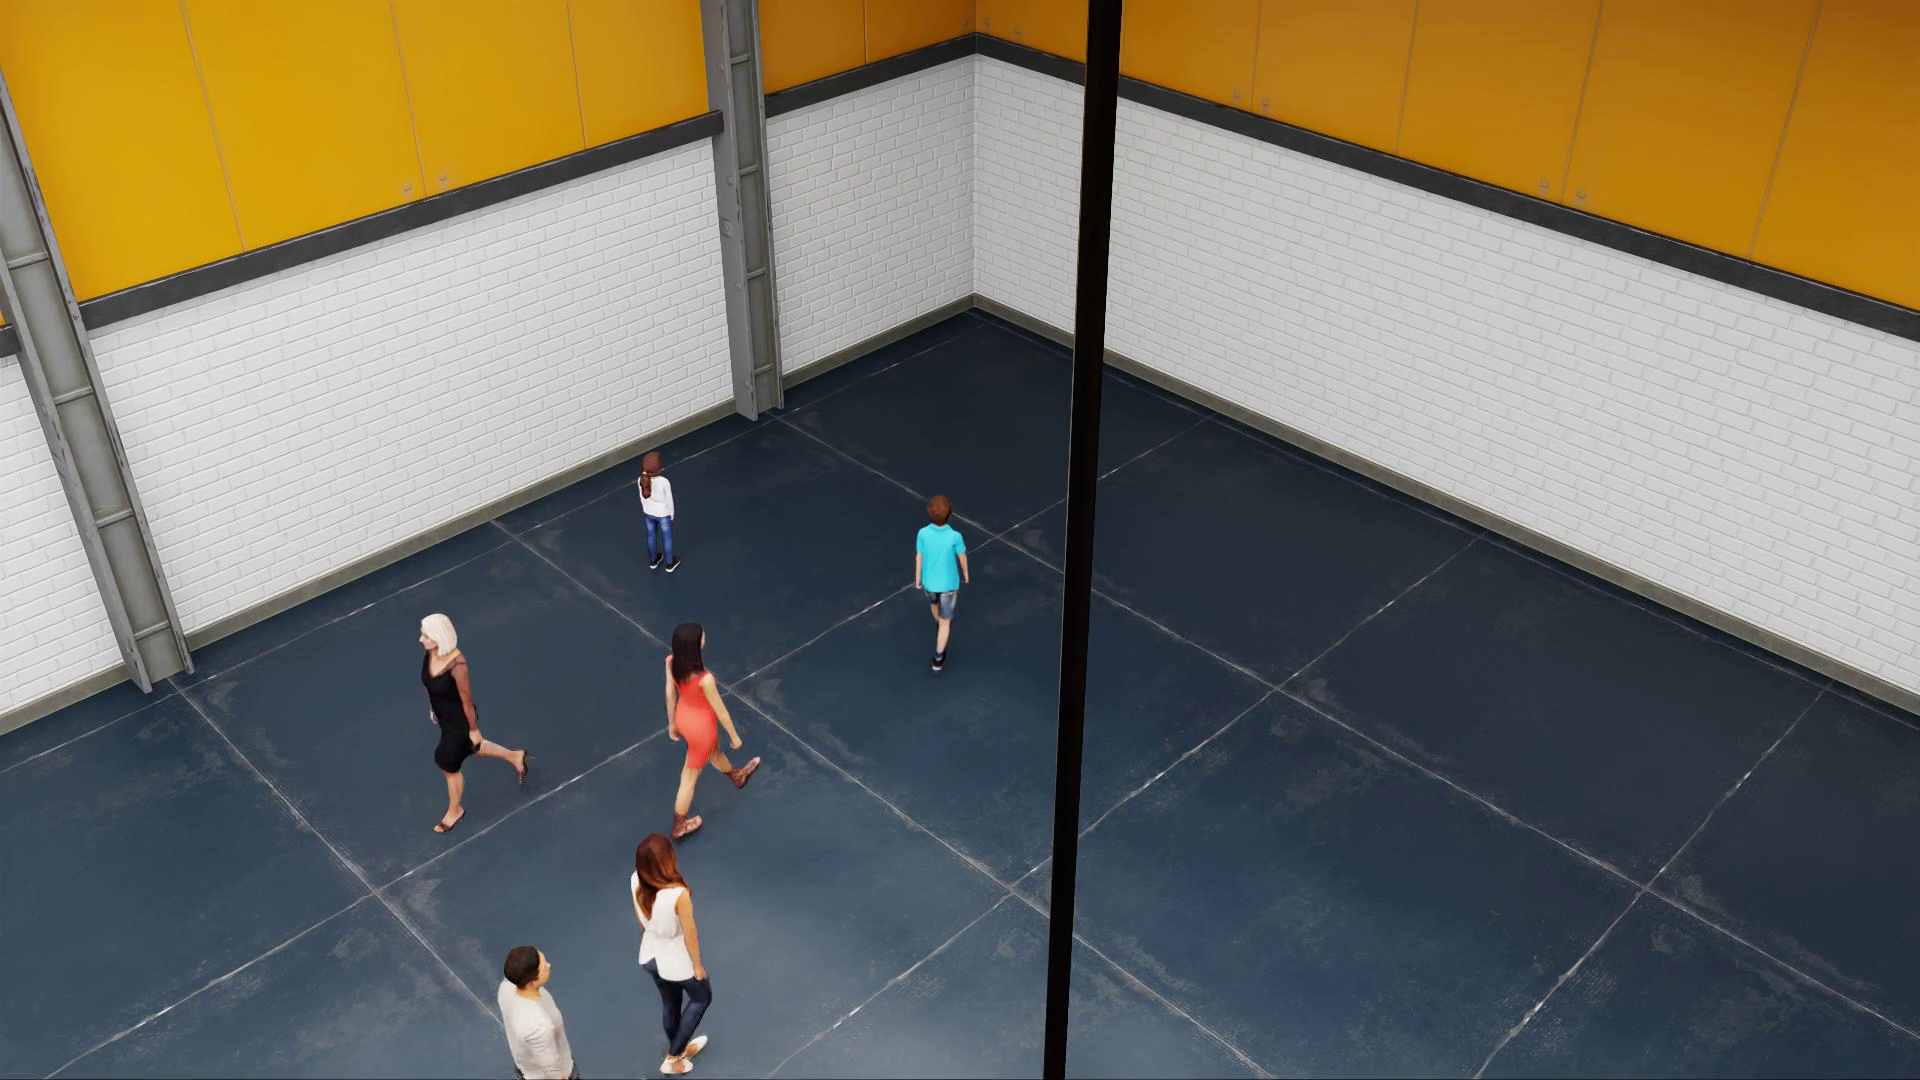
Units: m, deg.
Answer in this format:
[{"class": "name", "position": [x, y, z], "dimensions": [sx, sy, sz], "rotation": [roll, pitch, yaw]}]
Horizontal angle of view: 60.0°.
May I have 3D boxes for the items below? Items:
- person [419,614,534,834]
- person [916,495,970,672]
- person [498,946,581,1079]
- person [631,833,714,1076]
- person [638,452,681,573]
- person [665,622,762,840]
[{"class": "person", "position": [-3.332, 1.174, 11.237], "dimensions": [1.050, 1.722, 0.683], "rotation": [-24, 41, -32]}, {"class": "person", "position": [-0.159, 0.344, 12.764], "dimensions": [0.845, 1.413, 1.020], "rotation": [8, 34, 11]}, {"class": "person", "position": [-2.252, 2.799, 8.727], "dimensions": [0.995, 1.794, 0.723], "rotation": [-23, 40, -30]}, {"class": "person", "position": [-1.674, 2.400, 9.341], "dimensions": [0.695, 1.777, 0.731], "rotation": [19, 38, 26]}, {"class": "person", "position": [-2.542, -0.252, 13.932], "dimensions": [0.520, 1.112, 0.570], "rotation": [7, 34, 10]}, {"class": "person", "position": [-1.812, 1.318, 11.066], "dimensions": [0.651, 1.670, 1.094], "rotation": [25, 41, 33]}]
